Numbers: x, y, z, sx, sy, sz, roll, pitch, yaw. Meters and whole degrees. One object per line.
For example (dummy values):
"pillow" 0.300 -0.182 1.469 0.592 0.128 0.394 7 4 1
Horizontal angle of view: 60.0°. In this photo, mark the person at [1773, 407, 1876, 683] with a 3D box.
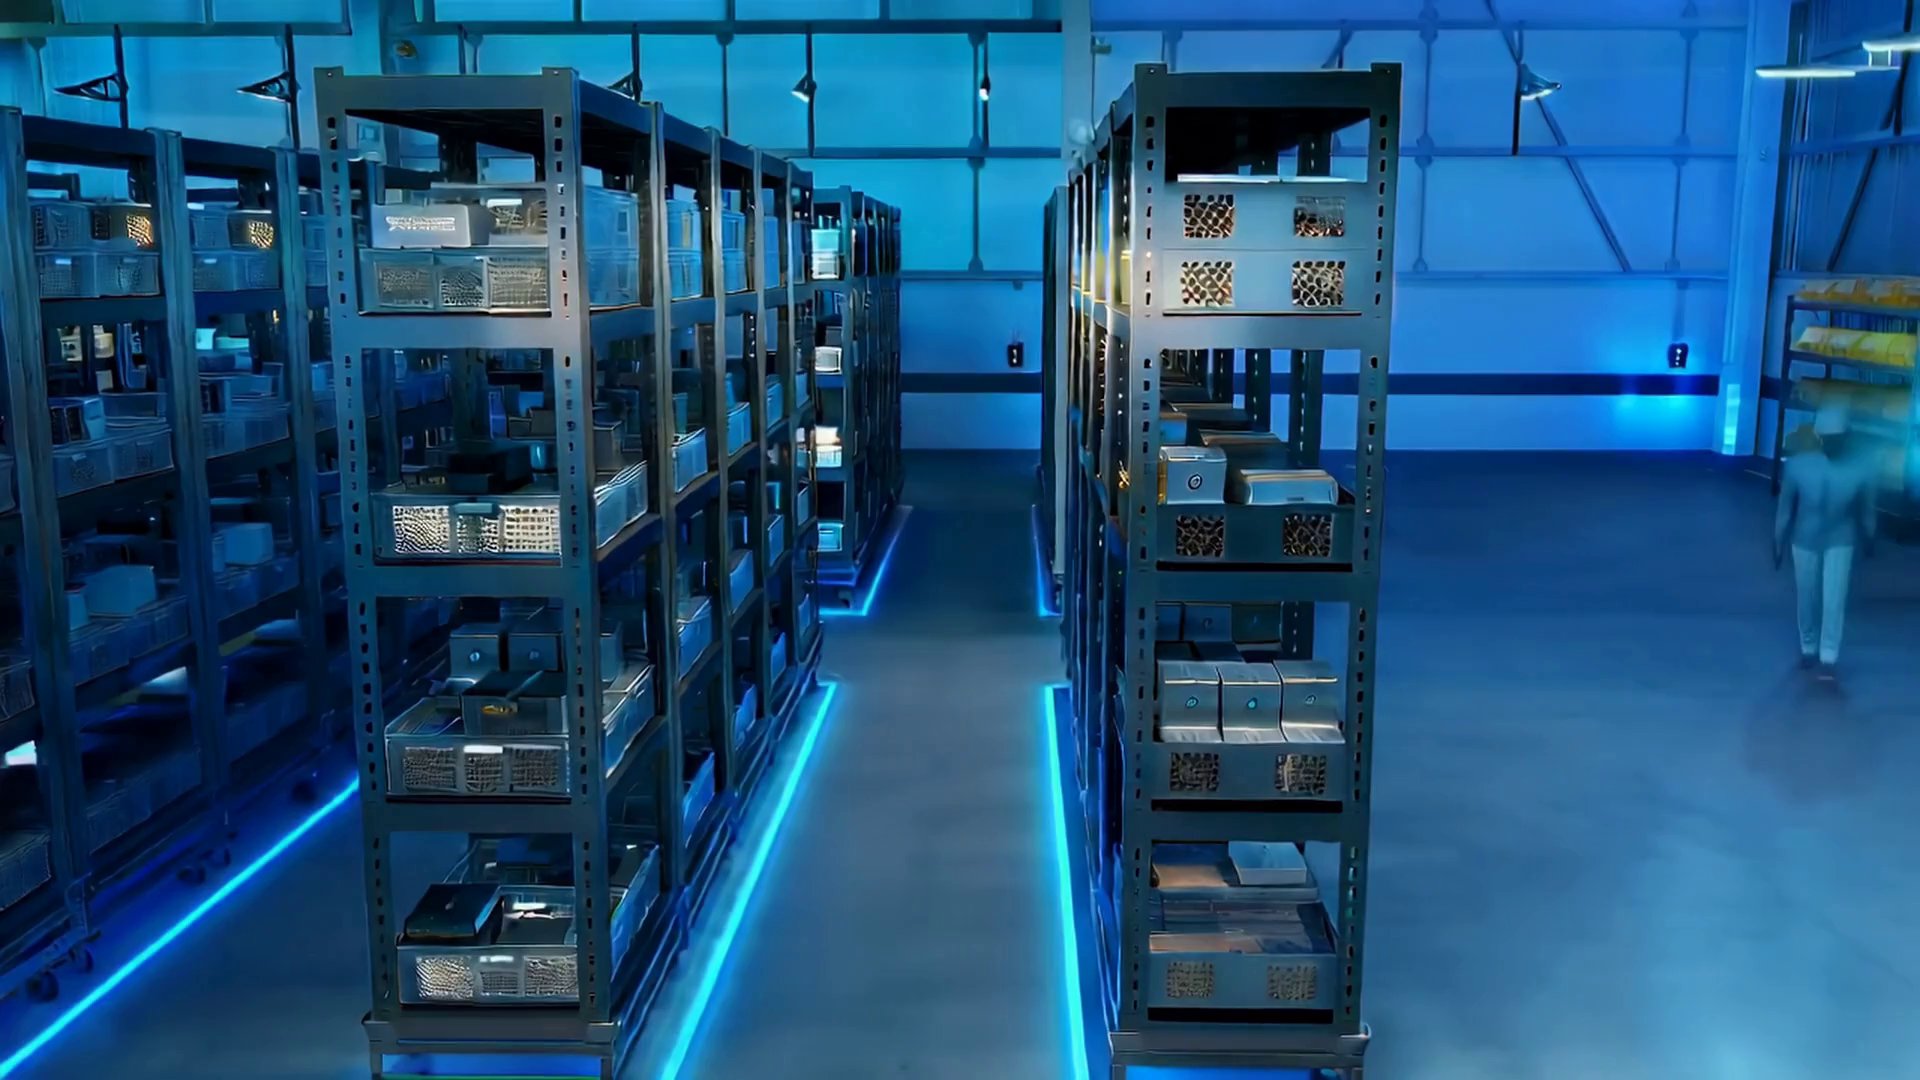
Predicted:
"person" 6.164 0.040 11.892 0.646 1.949 0.970 6 11 29
